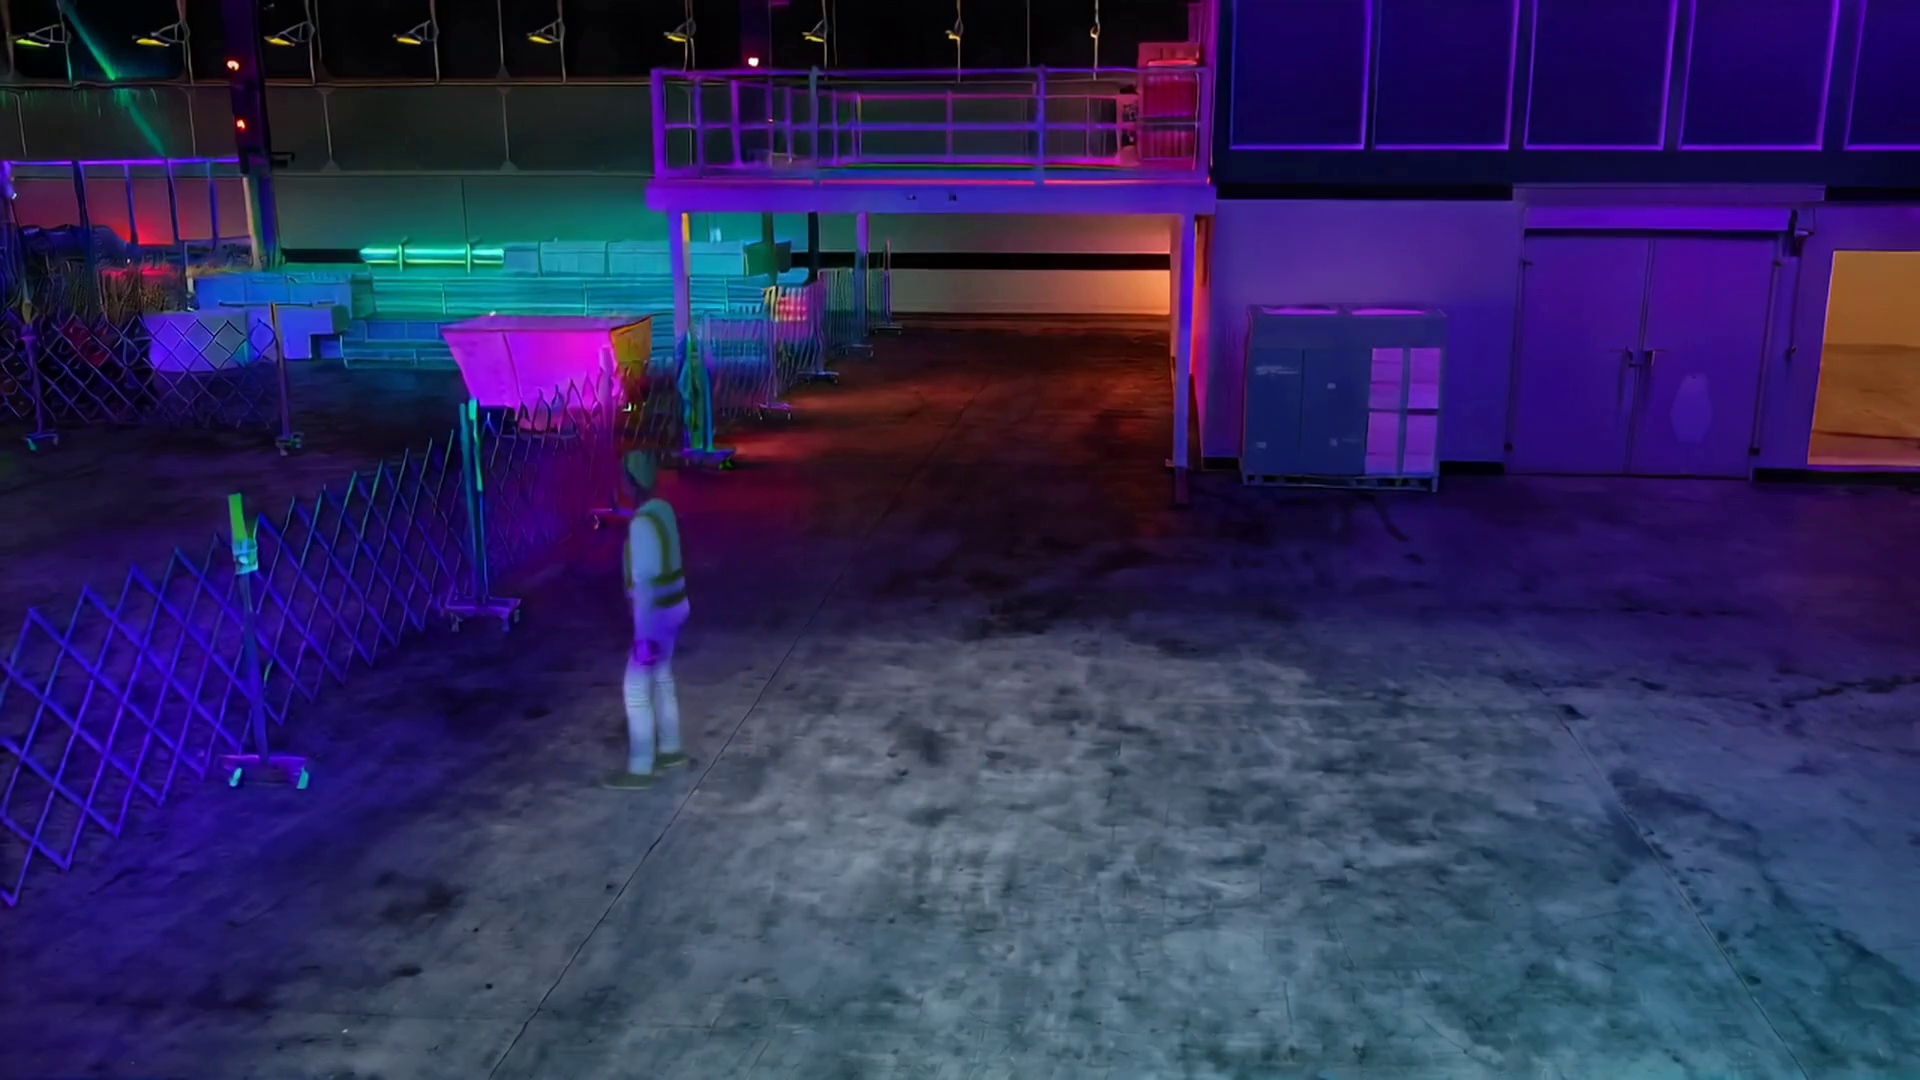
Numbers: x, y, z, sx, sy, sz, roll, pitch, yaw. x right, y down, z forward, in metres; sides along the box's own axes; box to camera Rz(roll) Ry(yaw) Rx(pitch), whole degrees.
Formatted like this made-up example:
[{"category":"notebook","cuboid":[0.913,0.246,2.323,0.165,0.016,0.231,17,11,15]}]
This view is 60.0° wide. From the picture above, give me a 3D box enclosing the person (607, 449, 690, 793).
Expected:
[{"category":"person","cuboid":[-1.724,0.432,9.158,0.450,1.863,0.631,0,14,0]}]
